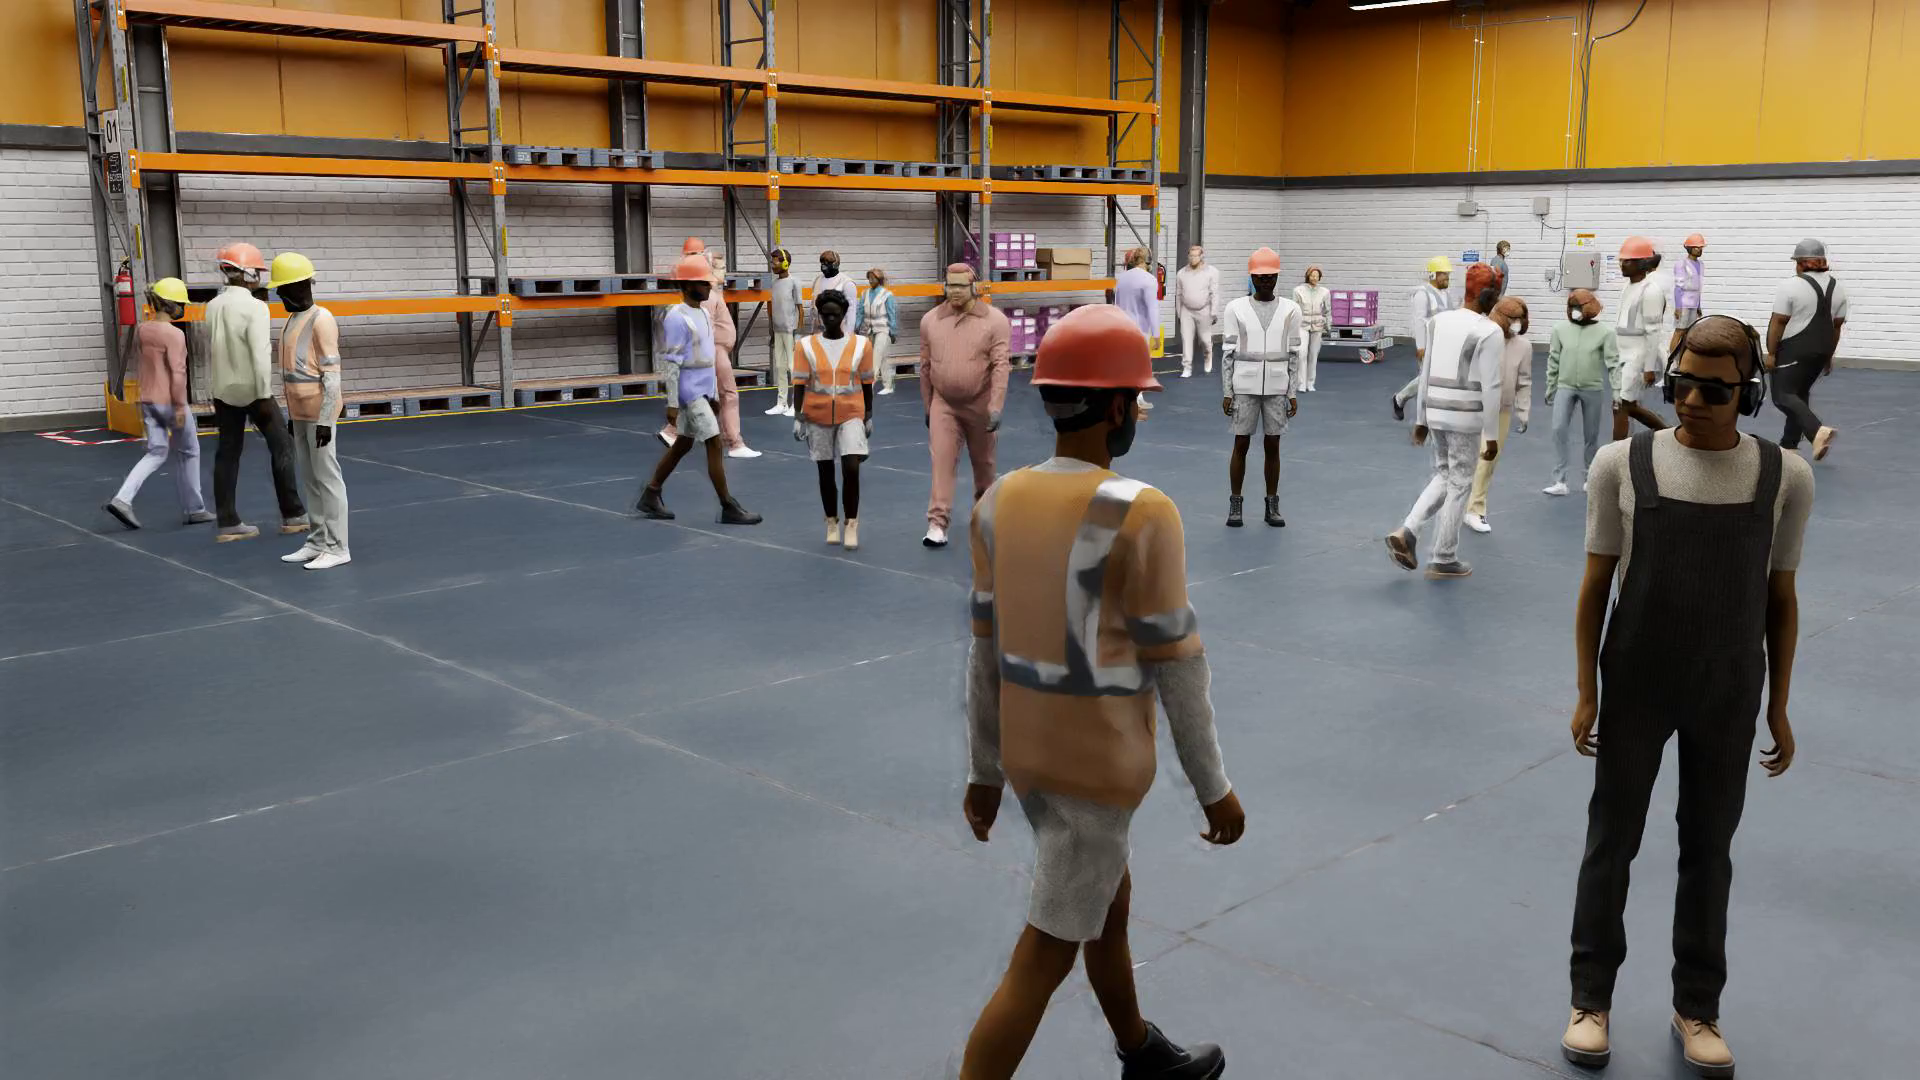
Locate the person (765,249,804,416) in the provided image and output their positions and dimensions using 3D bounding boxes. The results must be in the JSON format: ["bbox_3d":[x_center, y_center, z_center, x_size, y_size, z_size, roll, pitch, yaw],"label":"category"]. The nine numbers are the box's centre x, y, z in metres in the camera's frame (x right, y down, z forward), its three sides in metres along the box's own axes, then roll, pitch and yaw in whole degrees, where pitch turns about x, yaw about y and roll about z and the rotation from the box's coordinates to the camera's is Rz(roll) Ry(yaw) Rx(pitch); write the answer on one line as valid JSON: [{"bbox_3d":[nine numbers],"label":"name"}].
[{"bbox_3d":[-1.970,-2.324,18.697,0.534,1.865,0.309,10,14,42],"label":"person"}]

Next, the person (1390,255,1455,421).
[{"bbox_3d":[4.944,-2.085,17.529,0.602,1.817,0.676,-8,13,-39],"label":"person"}]

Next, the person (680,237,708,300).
[{"bbox_3d":[-3.158,-2.629,20.009,0.379,1.994,0.611,-6,12,-30],"label":"person"}]

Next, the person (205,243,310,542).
[{"bbox_3d":[-4.710,-0.996,11.173,0.643,1.959,0.857,6,12,29],"label":"person"}]

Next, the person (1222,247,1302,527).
[{"bbox_3d":[2.092,-1.052,11.562,0.545,1.938,0.360,0,10,1],"label":"person"}]

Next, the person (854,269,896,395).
[{"bbox_3d":[-1.106,-2.598,20.933,0.518,1.596,0.849,10,14,42],"label":"person"}]

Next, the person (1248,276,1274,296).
[{"bbox_3d":[4.981,-3.876,27.699,0.568,1.676,0.542,-8,13,-38],"label":"person"}]

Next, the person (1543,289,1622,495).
[{"bbox_3d":[4.828,-1.130,12.888,0.577,1.603,0.620,5,12,26],"label":"person"}]

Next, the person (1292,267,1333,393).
[{"bbox_3d":[4.525,-2.692,21.389,0.531,1.612,0.660,0,10,-1],"label":"person"}]

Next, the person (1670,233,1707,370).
[{"bbox_3d":[10.569,-3.402,24.089,0.609,2.044,0.394,-7,13,-34],"label":"person"}]

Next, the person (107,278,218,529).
[{"bbox_3d":[-5.554,-0.937,11.482,0.528,1.728,0.711,6,12,31],"label":"person"}]

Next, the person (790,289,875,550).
[{"bbox_3d":[-0.819,-0.763,10.686,0.546,1.668,0.636,0,10,-2],"label":"person"}]

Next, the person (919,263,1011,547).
[{"bbox_3d":[0.022,-0.902,11.008,0.633,1.845,1.040,2,11,13],"label":"person"}]

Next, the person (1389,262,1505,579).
[{"bbox_3d":[2.857,-0.672,9.667,0.488,1.867,0.613,-5,12,-25],"label":"person"}]

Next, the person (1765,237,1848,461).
[{"bbox_3d":[7.558,-1.702,14.826,0.685,2.000,0.801,-4,11,-19],"label":"person"}]

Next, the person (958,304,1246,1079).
[{"bbox_3d":[0.235,0.459,3.493,1.006,1.891,0.559,-7,13,-34],"label":"person"}]

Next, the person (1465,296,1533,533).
[{"bbox_3d":[3.683,-0.859,11.393,0.535,1.602,0.602,-4,11,-19],"label":"person"}]

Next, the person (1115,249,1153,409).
[{"bbox_3d":[2.016,-2.396,19.102,0.638,1.858,0.596,2,11,9],"label":"person"}]

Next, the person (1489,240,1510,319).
[{"bbox_3d":[9.146,-4.116,28.278,0.375,1.936,0.627,4,11,19],"label":"person"}]

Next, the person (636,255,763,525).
[{"bbox_3d":[-1.895,-1.052,11.695,0.970,1.896,0.556,2,11,11],"label":"person"}]

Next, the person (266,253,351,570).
[{"bbox_3d":[-3.964,-0.777,10.121,0.382,1.917,0.585,-9,14,-41],"label":"person"}]

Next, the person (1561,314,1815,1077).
[{"bbox_3d":[1.743,0.381,4.011,0.505,1.842,0.349,3,11,15],"label":"person"}]

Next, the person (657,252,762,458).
[{"bbox_3d":[-2.300,-1.663,15.071,0.881,1.875,0.651,-2,11,-13],"label":"person"}]

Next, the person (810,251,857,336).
[{"bbox_3d":[-1.486,-2.402,19.188,0.622,1.845,0.430,8,13,36],"label":"person"}]

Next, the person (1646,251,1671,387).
[{"bbox_3d":[9.302,-2.974,22.379,0.551,1.830,0.966,-4,11,-20],"label":"person"}]

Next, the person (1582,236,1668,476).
[{"bbox_3d":[5.719,-1.515,13.879,0.854,2.025,0.620,0,10,2],"label":"person"}]

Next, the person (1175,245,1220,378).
[{"bbox_3d":[3.404,-3.280,23.866,0.647,1.878,0.798,3,11,18],"label":"person"}]

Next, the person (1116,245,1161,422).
[{"bbox_3d":[1.923,-2.235,18.099,0.524,1.902,0.730,-5,11,-25],"label":"person"}]
